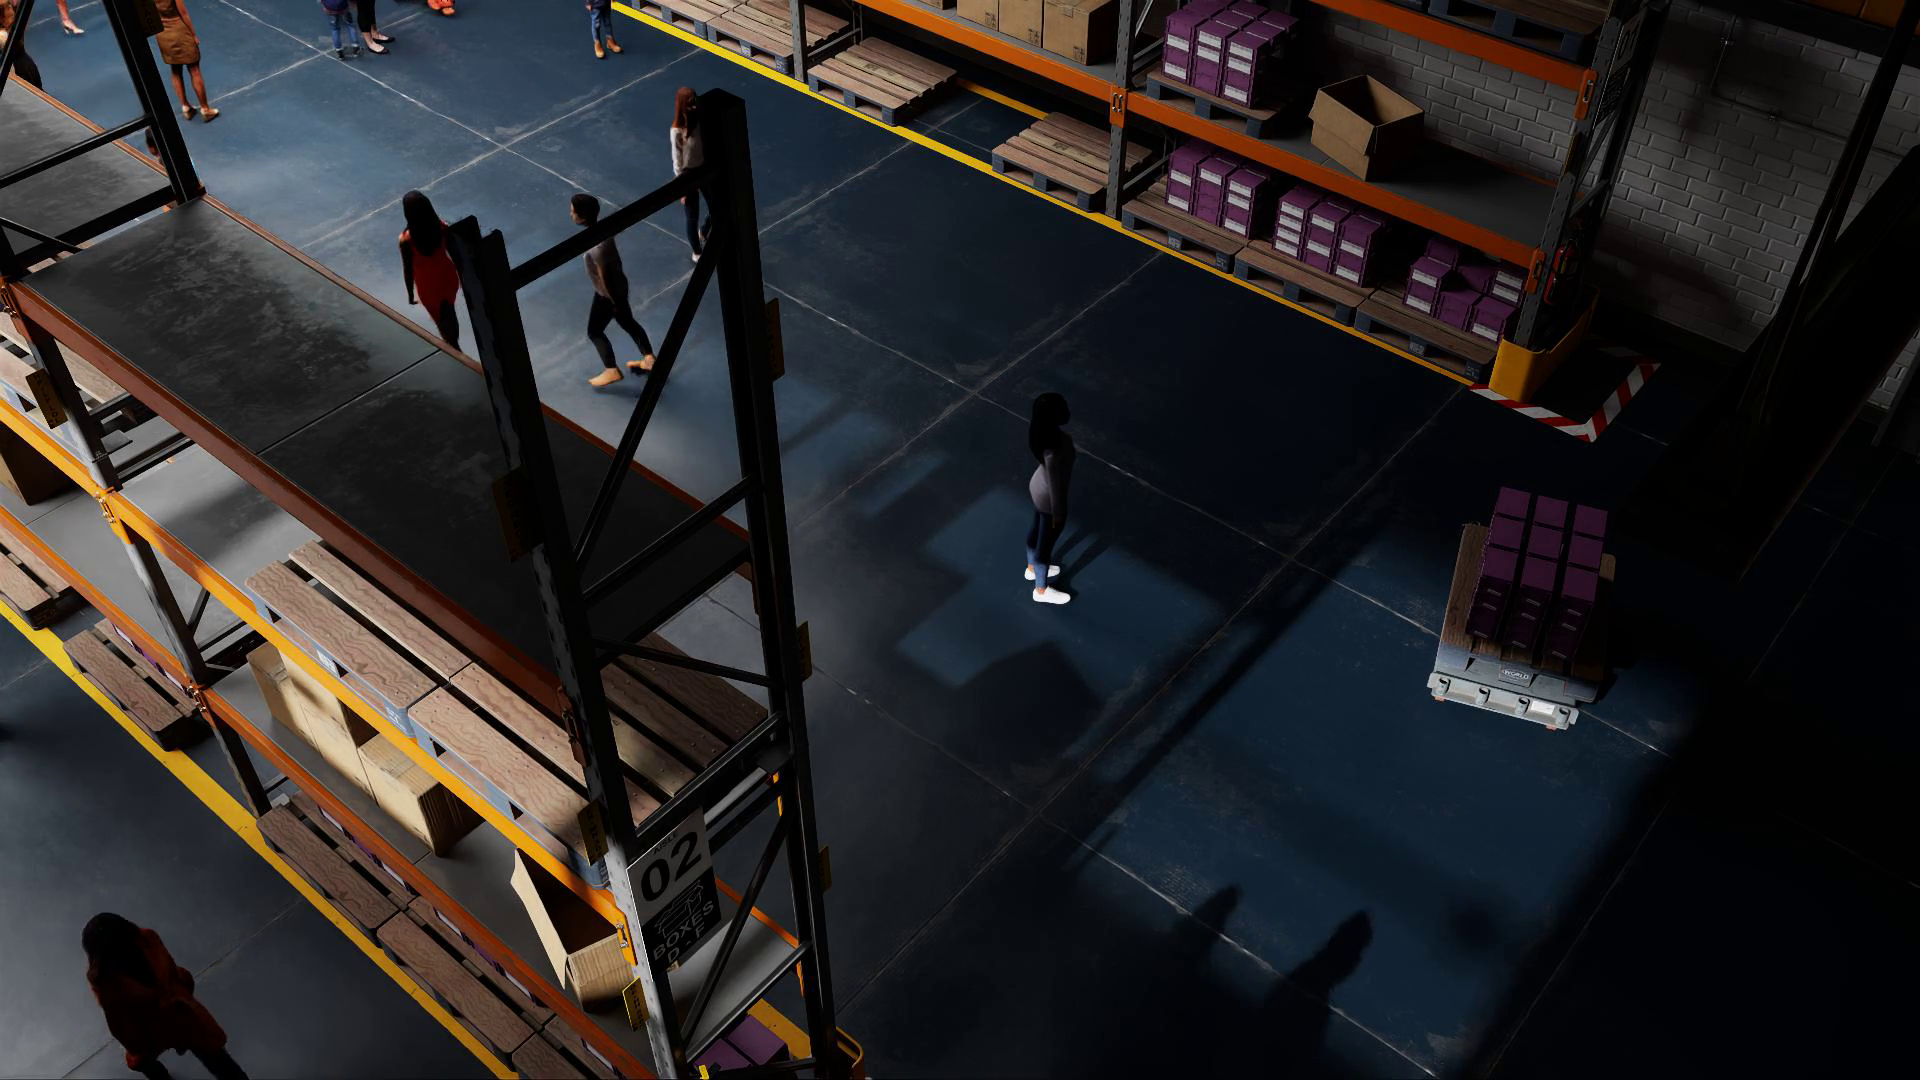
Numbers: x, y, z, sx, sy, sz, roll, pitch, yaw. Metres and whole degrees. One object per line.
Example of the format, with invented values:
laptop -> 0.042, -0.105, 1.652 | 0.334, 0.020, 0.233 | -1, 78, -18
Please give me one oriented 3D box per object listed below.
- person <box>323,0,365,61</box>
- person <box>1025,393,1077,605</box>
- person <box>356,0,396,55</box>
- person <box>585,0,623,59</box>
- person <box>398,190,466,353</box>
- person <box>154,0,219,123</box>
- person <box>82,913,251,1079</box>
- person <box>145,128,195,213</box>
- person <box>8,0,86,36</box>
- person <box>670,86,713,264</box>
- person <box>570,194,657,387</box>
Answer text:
person -> -6.467, -5.574, 17.236 | 0.571, 1.214, 0.653 | 1, 44, 1
person -> 0.587, -0.297, 11.318 | 0.741, 1.736, 0.668 | -6, 44, -6
person -> -6.234, -5.885, 17.254 | 0.803, 1.639, 0.753 | 0, 44, 0
person -> -3.759, -5.666, 17.306 | 0.539, 1.250, 0.542 | -27, 50, -26
person -> -4.063, -1.948, 13.074 | 0.695, 1.705, 0.856 | -30, 51, -28
person -> -7.631, -4.889, 16.176 | 0.601, 1.683, 0.701 | 6, 44, 6
person -> -4.158, 2.447, 8.490 | 1.274, 1.665, 0.848 | 21, 47, 21
person -> -6.323, -2.592, 13.700 | 0.653, 1.773, 0.684 | 11, 45, 11
person -> -9.803, -6.098, 17.387 | 1.066, 1.764, 0.926 | 2, 44, 2
person -> -2.333, -3.140, 14.312 | 0.645, 1.722, 0.684 | -29, 51, -27
person -> -2.691, -1.950, 13.089 | 0.926, 1.687, 0.865 | -3, 44, -3
